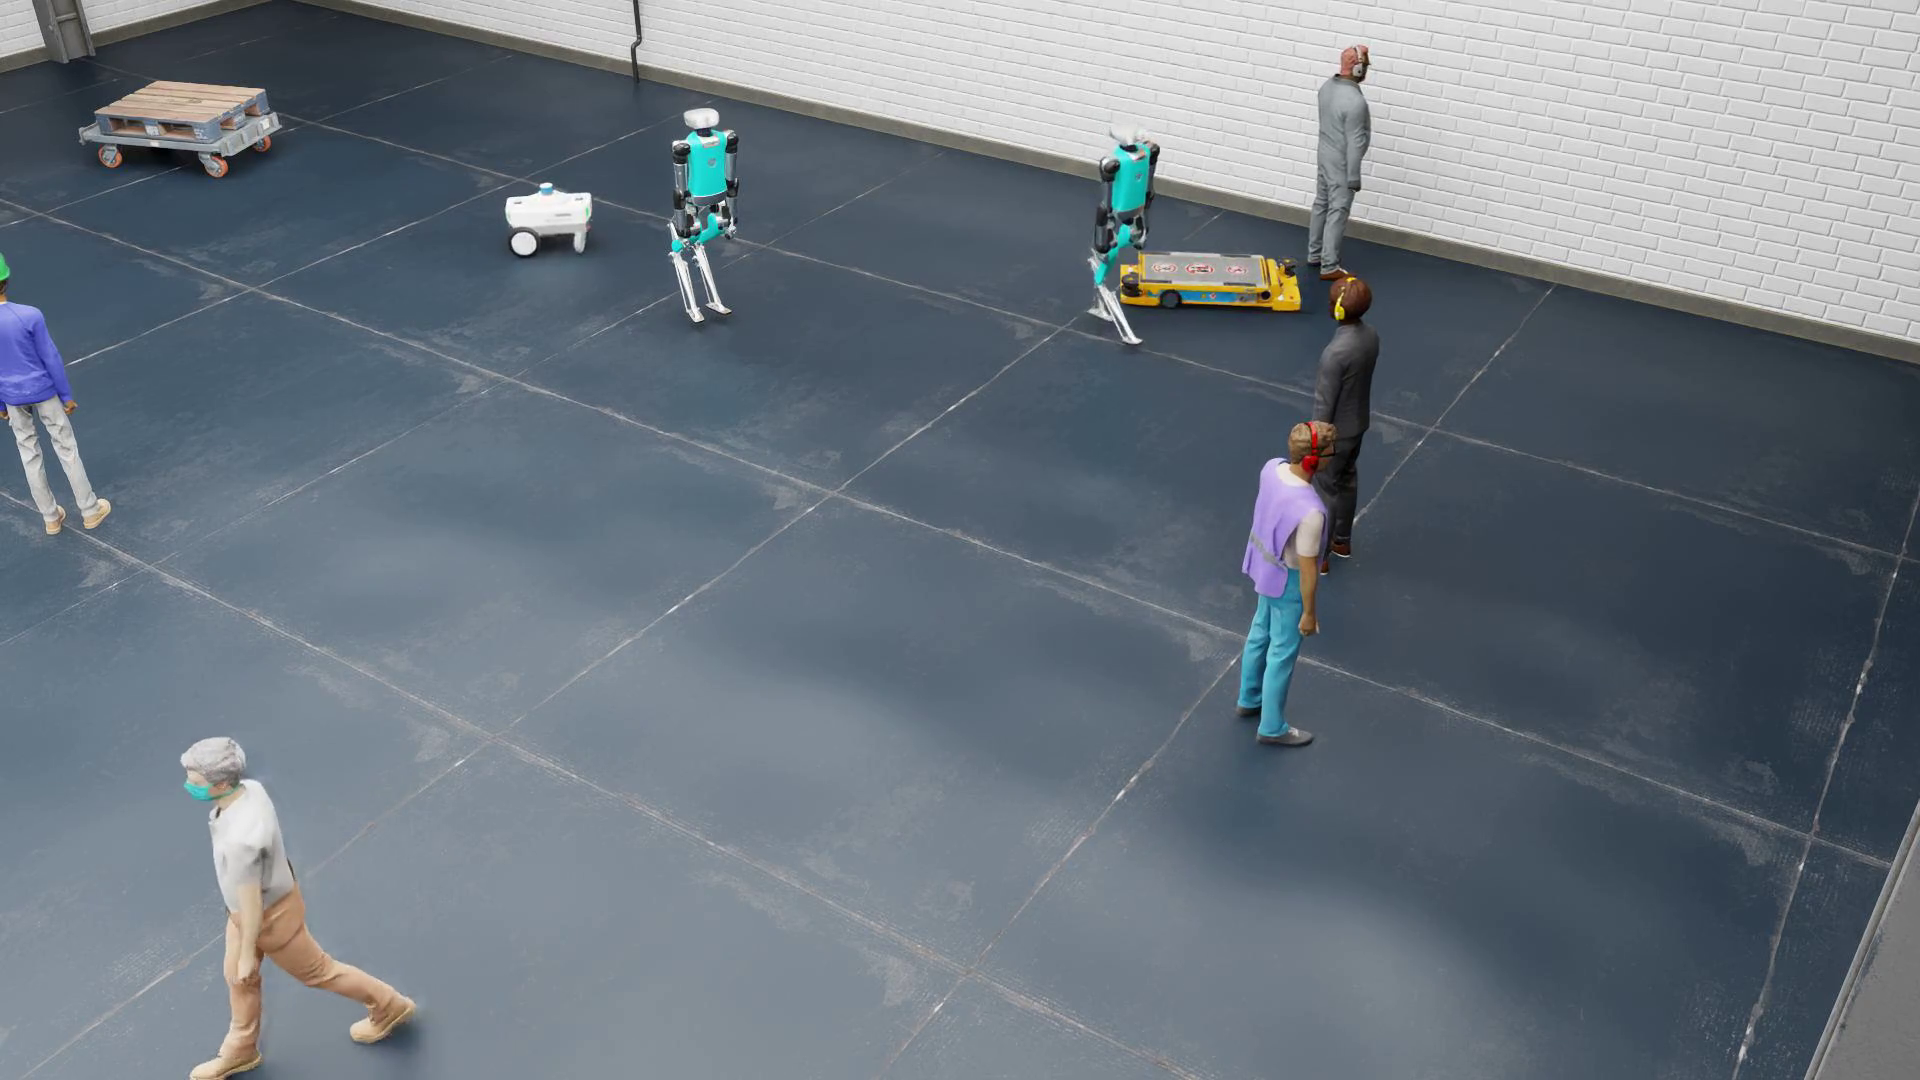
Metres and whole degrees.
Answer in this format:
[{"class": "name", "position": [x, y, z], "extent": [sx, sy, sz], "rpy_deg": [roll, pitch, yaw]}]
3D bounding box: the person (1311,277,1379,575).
[{"class": "person", "position": [2.223, -0.662, 9.812], "extent": [0.352, 1.869, 0.497], "rpy_deg": [25, 40, 33]}]

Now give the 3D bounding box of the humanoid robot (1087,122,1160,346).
[{"class": "humanoid robot", "position": [1.105, -2.335, 12.542], "extent": [0.575, 1.751, 0.967], "rpy_deg": [-23, 39, -32]}]

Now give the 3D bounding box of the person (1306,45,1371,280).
[{"class": "person", "position": [3.102, -3.062, 13.512], "extent": [0.405, 1.903, 0.640], "rpy_deg": [-7, 33, -11]}]

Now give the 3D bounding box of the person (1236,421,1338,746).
[{"class": "person", "position": [1.640, 0.223, 8.451], "extent": [0.372, 1.842, 0.568], "rpy_deg": [-8, 34, -13]}]

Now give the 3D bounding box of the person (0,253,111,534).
[{"class": "person", "position": [-5.677, -0.893, 10.166], "extent": [0.459, 1.872, 0.351], "rpy_deg": [-8, 34, -13]}]

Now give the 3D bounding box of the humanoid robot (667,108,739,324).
[{"class": "humanoid robot", "position": [-2.020, -2.518, 12.697], "extent": [0.533, 1.673, 0.735], "rpy_deg": [-21, 38, -29]}]

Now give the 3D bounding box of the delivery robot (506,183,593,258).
[{"class": "delivery robot", "position": [-3.543, -2.758, 14.282], "extent": [0.765, 0.594, 0.525], "rpy_deg": [-5, 33, -8]}]

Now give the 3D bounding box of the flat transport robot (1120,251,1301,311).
[{"class": "flat transport robot", "position": [2.025, -2.103, 13.529], "extent": [1.431, 0.231, 0.659], "rpy_deg": [3, 33, 4]}]

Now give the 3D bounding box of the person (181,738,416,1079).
[{"class": "person", "position": [-2.745, 1.470, 6.639], "extent": [0.893, 1.712, 0.477], "rpy_deg": [-17, 36, -25]}]
